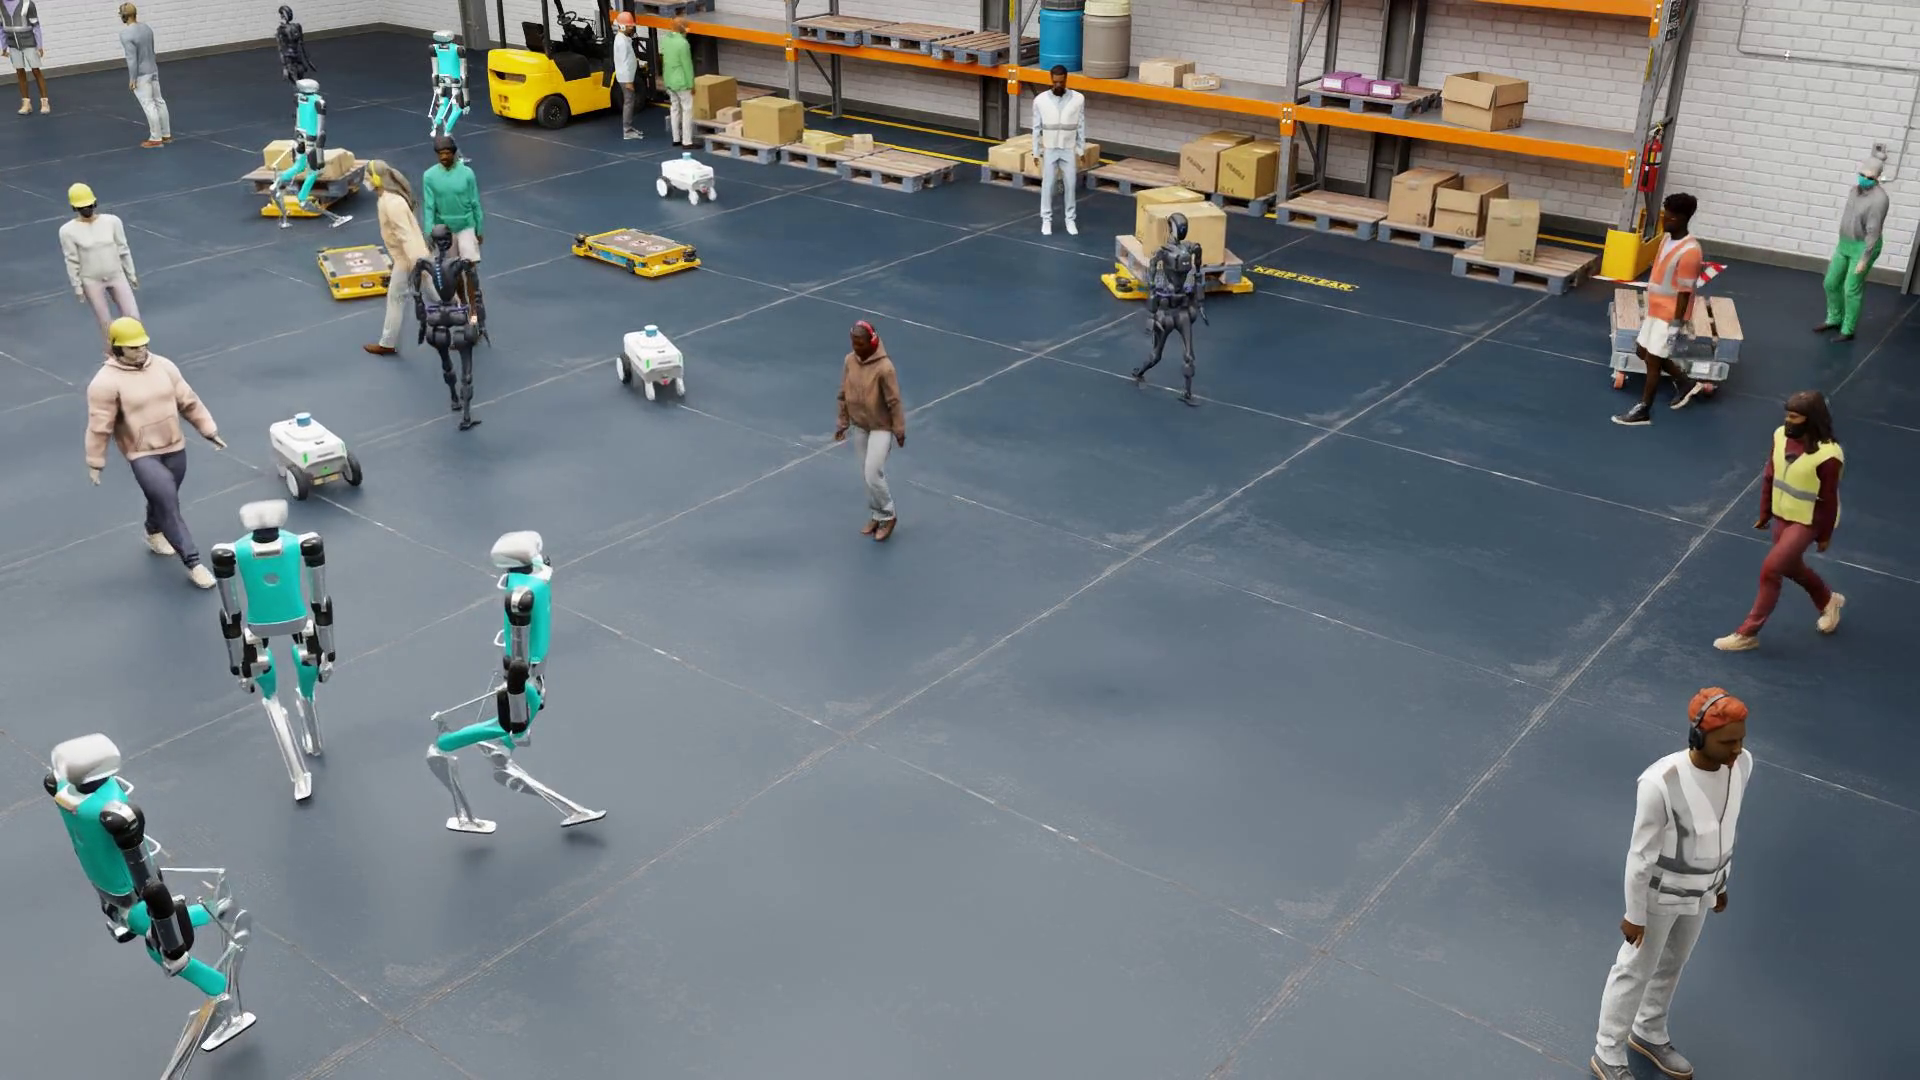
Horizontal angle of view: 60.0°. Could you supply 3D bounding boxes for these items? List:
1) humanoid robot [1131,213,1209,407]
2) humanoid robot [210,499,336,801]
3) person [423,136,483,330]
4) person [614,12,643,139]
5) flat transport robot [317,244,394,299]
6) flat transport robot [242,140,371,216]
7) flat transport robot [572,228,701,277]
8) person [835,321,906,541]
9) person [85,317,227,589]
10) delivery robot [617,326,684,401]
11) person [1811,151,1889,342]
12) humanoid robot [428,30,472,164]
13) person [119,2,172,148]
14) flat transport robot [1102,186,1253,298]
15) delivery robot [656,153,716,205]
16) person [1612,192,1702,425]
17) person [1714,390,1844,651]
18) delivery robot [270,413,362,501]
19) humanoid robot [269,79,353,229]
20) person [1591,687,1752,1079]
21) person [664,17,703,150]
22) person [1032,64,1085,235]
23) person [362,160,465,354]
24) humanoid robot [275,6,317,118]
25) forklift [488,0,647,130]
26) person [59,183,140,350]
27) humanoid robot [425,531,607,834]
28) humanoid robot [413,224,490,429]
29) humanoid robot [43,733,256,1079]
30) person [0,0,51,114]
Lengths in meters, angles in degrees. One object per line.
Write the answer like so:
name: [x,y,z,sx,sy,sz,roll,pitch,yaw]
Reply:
humanoid robot: [1.795,-1.984,14.098,0.613,1.636,0.725,-14,29,-27]
humanoid robot: [-3.587,0.557,8.821,0.555,1.870,0.829,-11,28,-22]
person: [-4.806,-2.900,15.799,0.519,1.814,0.884,-4,26,-8]
person: [-4.670,-6.539,23.422,0.351,1.737,0.572,-4,26,-9]
flat transport robot: [-6.303,-2.822,17.414,0.659,0.231,1.431,-12,28,-23]
flat transport robot: [-7.916,-4.221,20.313,0.659,0.231,1.431,2,26,4]
flat transport robot: [-3.524,-3.131,18.055,1.431,0.231,0.659,22,33,38]
person: [-0.618,-0.764,11.589,0.466,1.633,0.439,20,32,35]
person: [-5.392,-0.624,11.093,0.983,1.818,0.807,15,30,28]
delivery robot: [-2.676,-1.574,14.502,0.499,0.595,0.792,-12,28,-24]
person: [8.295,-2.704,15.381,0.439,1.821,0.548,-5,26,-10]
humanoid robot: [-6.687,-5.699,21.531,0.533,1.677,0.735,8,27,15]
person: [-11.245,-6.393,22.892,0.379,1.940,0.628,3,26,6]
flat transport robot: [2.241,-2.695,17.151,1.431,0.231,0.659,-4,26,-9]
delivery robot: [-3.363,-4.460,20.498,0.499,0.611,0.812,-23,34,-39]
person: [5.795,-1.859,13.489,0.633,1.947,0.608,1,26,3]
person: [5.193,-0.137,10.200,0.873,1.721,0.481,-6,26,-13]
delivery robot: [-4.923,-0.656,12.612,0.499,0.606,0.790,-21,33,-36]
humanoid robot: [-7.466,-4.259,18.725,0.552,1.724,1.065,20,32,36]
person: [2.906,1.434,6.745,0.576,1.882,0.354,-14,29,-26]
person: [-3.829,-6.255,22.806,0.384,1.767,0.633,-21,33,-37]
person: [1.116,-4.424,18.854,0.600,1.904,0.394,-1,26,-2]
person: [-5.004,-2.556,15.123,1.018,1.809,0.553,-5,26,-11]
humanoid robot: [-9.739,-7.013,24.496,0.688,1.639,0.593,10,27,19]
forklift: [-5.874,-7.334,24.552,1.214,2.155,2.313,19,32,34]
person: [-7.468,-2.251,14.528,0.543,1.747,0.383,-20,32,-35]
humanoid robot: [-2.347,0.784,8.285,1.012,1.749,0.535,-1,26,-2]
humanoid robot: [-4.171,-1.779,13.650,0.608,1.638,0.638,0,26,0]
humanoid robot: [-3.202,1.498,6.790,0.538,1.763,0.922,17,31,31]
person: [-14.043,-7.405,24.882,0.605,2.033,0.388,-3,26,-6]
